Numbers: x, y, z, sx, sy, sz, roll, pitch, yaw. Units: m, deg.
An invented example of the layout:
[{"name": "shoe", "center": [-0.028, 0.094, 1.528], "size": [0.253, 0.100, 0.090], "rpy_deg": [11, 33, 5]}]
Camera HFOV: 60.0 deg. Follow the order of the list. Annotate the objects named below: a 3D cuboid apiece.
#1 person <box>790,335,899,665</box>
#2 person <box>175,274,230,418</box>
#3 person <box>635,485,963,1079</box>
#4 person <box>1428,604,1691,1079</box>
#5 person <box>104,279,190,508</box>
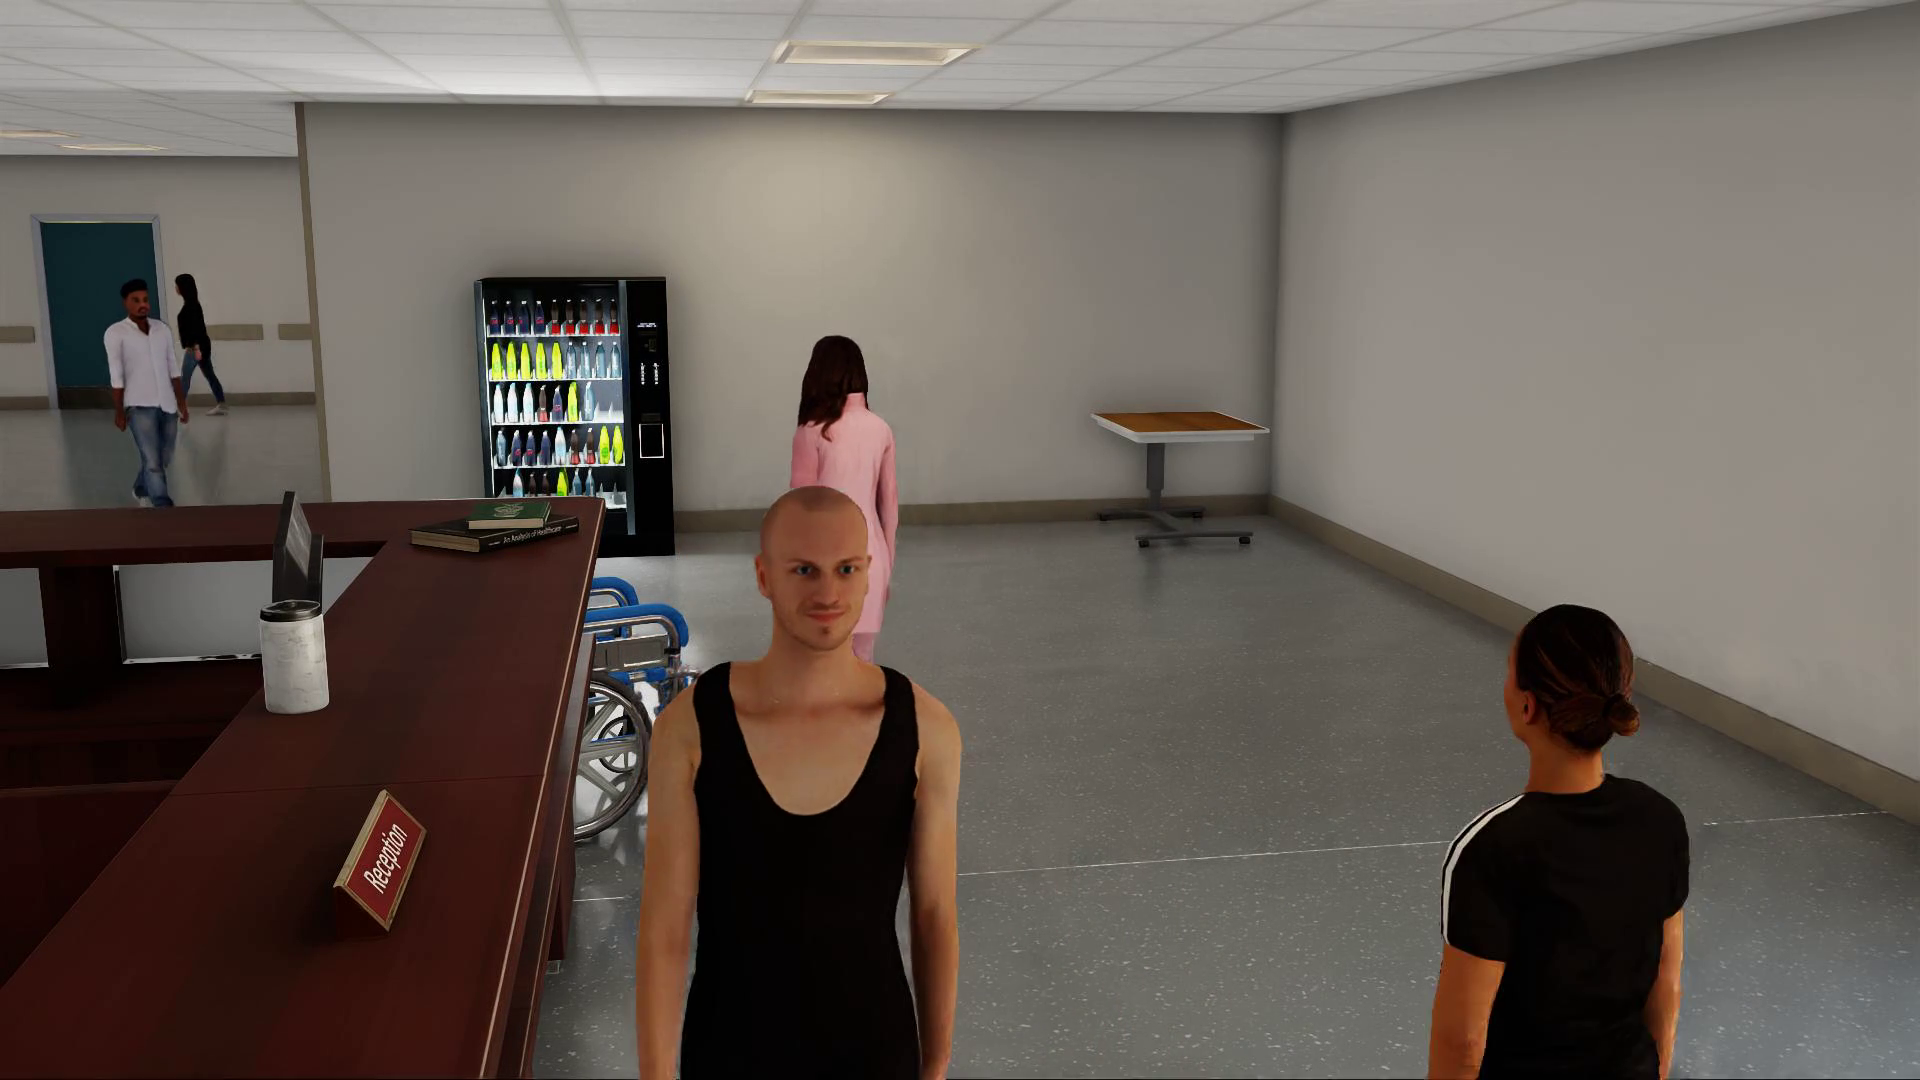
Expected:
[{"name": "person", "center": [-0.390, 0.179, 6.017], "size": [0.705, 1.777, 0.816], "rpy_deg": [-7, 13, -31]}, {"name": "person", "center": [-8.621, -2.198, 18.978], "size": [0.995, 1.616, 0.668], "rpy_deg": [-3, 11, -17]}, {"name": "person", "center": [-0.271, 0.808, 2.702], "size": [1.095, 1.776, 0.762], "rpy_deg": [-1, 11, -6]}, {"name": "person", "center": [0.914, 0.922, 2.420], "size": [0.758, 1.658, 0.721], "rpy_deg": [-4, 11, -19]}, {"name": "person", "center": [-5.956, -0.993, 12.171], "size": [1.188, 1.786, 1.130], "rpy_deg": [7, 13, 34]}]
